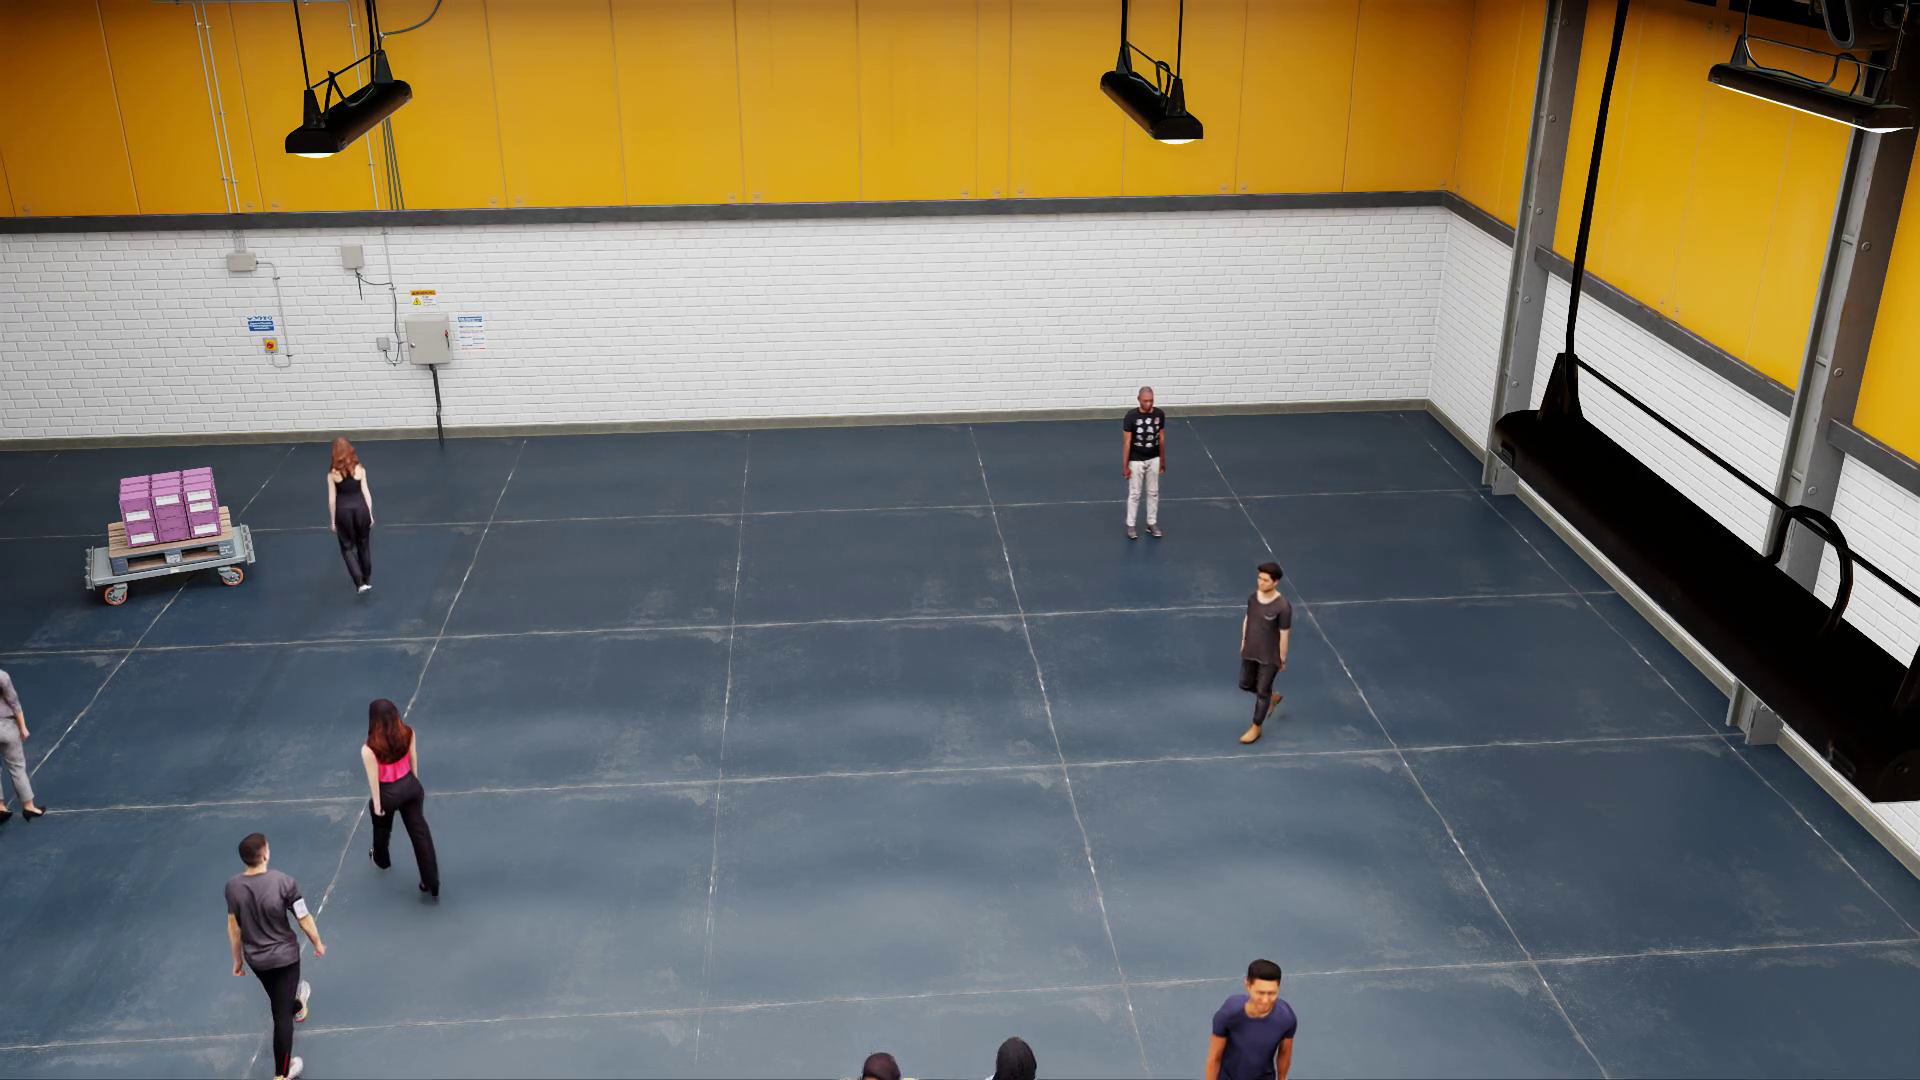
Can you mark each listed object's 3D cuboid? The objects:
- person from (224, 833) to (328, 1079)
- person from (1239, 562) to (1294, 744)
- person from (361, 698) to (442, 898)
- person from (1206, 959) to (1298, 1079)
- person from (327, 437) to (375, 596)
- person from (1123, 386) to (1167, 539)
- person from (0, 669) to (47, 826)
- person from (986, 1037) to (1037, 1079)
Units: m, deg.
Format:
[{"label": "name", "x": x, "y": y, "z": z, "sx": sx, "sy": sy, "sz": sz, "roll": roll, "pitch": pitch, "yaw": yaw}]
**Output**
[{"label": "person", "x": -4.452, "y": 2.744, "z": 10.690, "sx": 0.741, "sy": 1.720, "sz": 1.135, "roll": 0, "pitch": 24, "yaw": 0}, {"label": "person", "x": 2.736, "y": 0.958, "z": 14.795, "sx": 0.938, "sy": 1.704, "sz": 0.920, "roll": -18, "pitch": 29, "yaw": -36}, {"label": "person", "x": -4.216, "y": 1.979, "z": 12.577, "sx": 1.154, "sy": 1.611, "sz": 1.049, "roll": 21, "pitch": 31, "yaw": 40}, {"label": "person", "x": 1.661, "y": 3.134, "z": 9.758, "sx": 0.834, "sy": 1.751, "sz": 1.219, "roll": 3, "pitch": 24, "yaw": 7}, {"label": "person", "x": -6.381, "y": -0.232, "z": 17.475, "sx": 0.803, "sy": 1.739, "sz": 0.957, "roll": -14, "pitch": 27, "yaw": -28}, {"label": "person", "x": 2.090, "y": -0.905, "z": 18.937, "sx": 0.703, "sy": 1.801, "sz": 0.673, "roll": -6, "pitch": 24, "yaw": -14}, {"label": "person", "x": -7.822, "y": 1.547, "z": 13.481, "sx": 0.606, "sy": 1.677, "sz": 0.563, "roll": -2, "pitch": 24, "yaw": -4}, {"label": "person", "x": 0.225, "y": 3.476, "z": 9.031, "sx": 0.929, "sy": 1.707, "sz": 0.875, "roll": -20, "pitch": 31, "yaw": -38}]
